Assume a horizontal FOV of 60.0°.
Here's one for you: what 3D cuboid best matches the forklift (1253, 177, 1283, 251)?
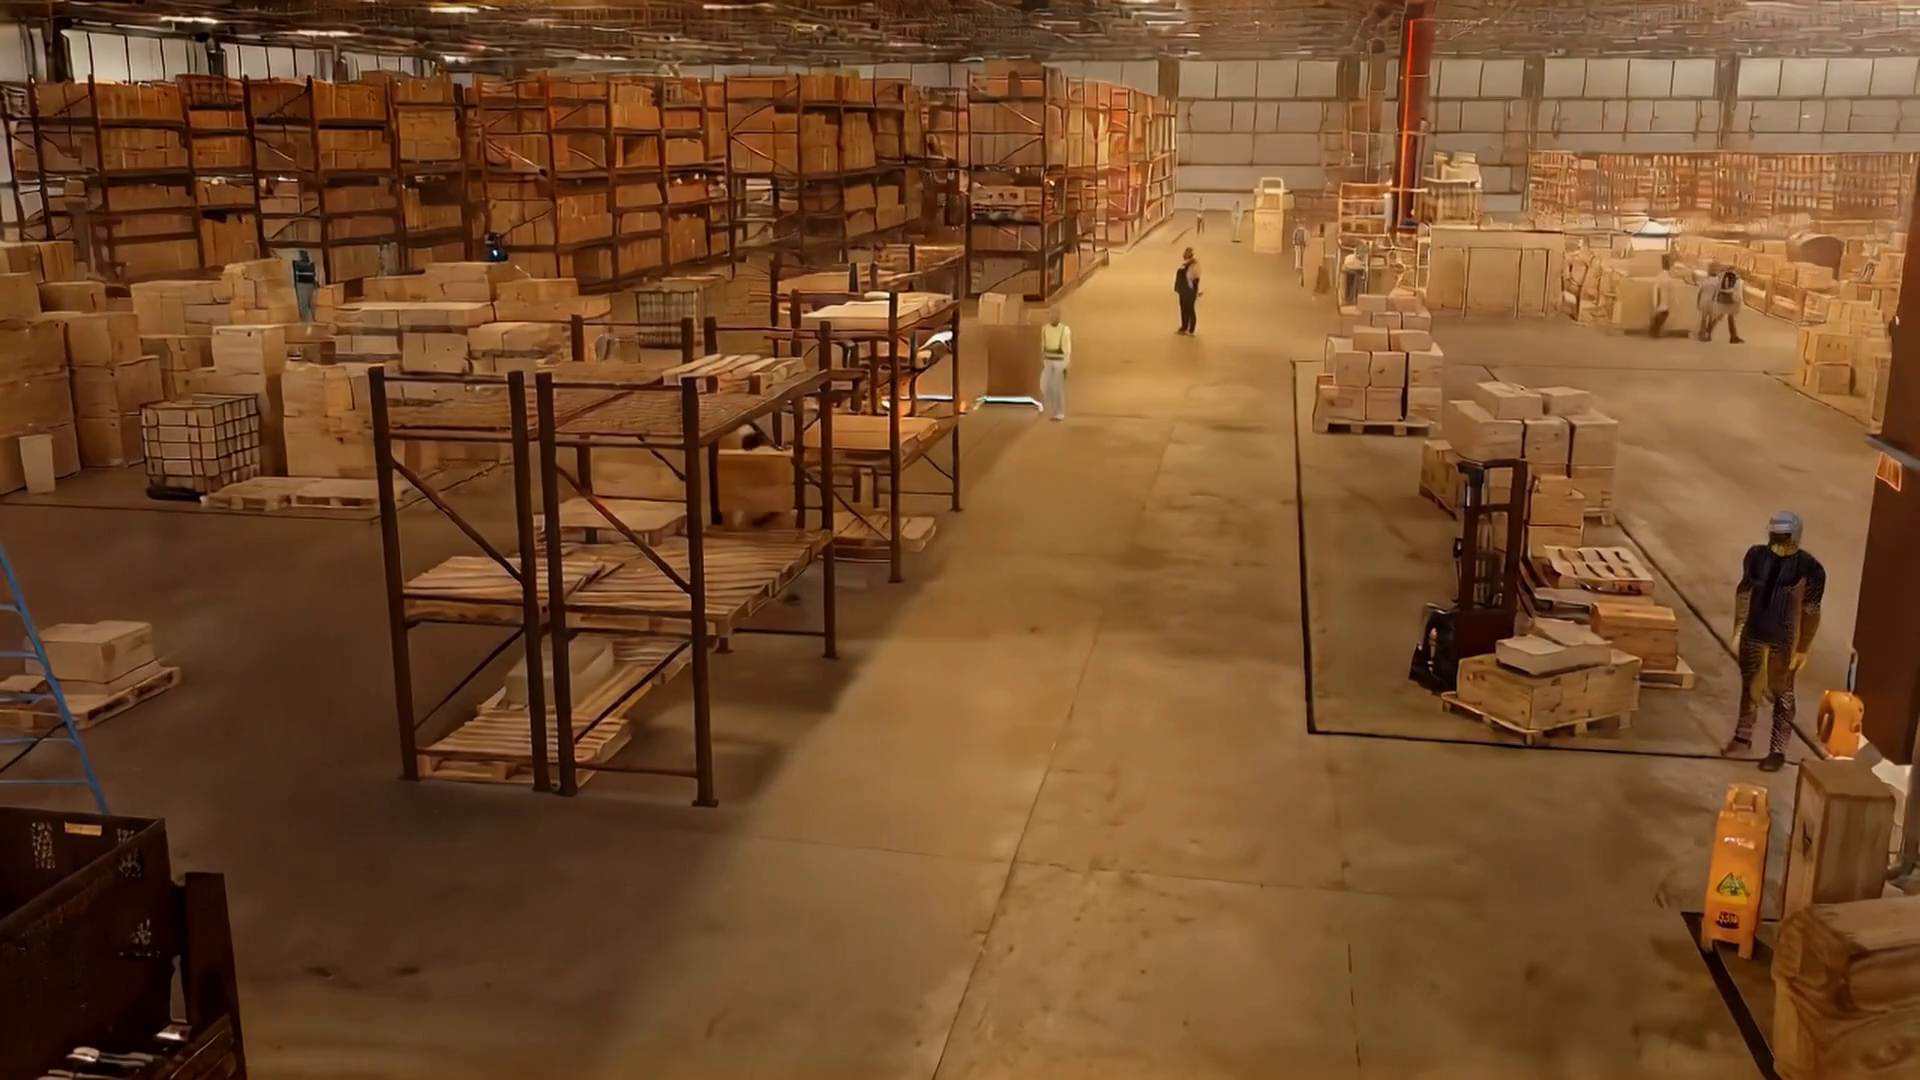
[{"bbox_3d":[12.083,-12.747,64.956,1.129,2.768,1.873,3,14,10],"label":"forklift"}]

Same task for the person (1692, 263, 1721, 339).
[{"bbox_3d":[16.911,-5.411,37.608,0.320,1.698,0.531,-8,16,-28],"label":"person"}]

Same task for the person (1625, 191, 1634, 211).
[{"bbox_3d":[32.445,-16.062,80.574,0.404,1.830,0.600,-7,15,-26],"label":"person"}]

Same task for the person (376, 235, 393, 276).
[{"bbox_3d":[-15.692,-7.408,45.415,0.429,1.846,0.626,-8,16,-29],"label":"person"}]

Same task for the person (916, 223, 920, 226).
[{"bbox_3d":[-1.927,-13.633,70.780,0.606,1.805,0.737,2,14,6],"label":"person"}]

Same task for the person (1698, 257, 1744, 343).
[{"bbox_3d":[16.864,-5.289,36.715,0.951,1.903,0.554,3,14,12],"label":"person"}]

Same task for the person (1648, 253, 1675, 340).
[{"bbox_3d":[15.695,-5.434,37.178,0.470,1.946,0.623,5,15,21],"label":"person"}]

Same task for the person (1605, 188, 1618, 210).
[{"bbox_3d":[34.170,-17.668,87.131,0.602,1.805,0.841,0,14,2],"label":"person"}]

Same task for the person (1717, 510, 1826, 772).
[{"bbox_3d":[5.949,0.727,12.190,0.372,1.940,0.631,-9,16,-31],"label":"person"}]

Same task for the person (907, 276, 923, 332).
[{"bbox_3d":[-1.069,-5.399,37.000,0.587,1.966,0.640,-4,14,-17],"label":"person"}]

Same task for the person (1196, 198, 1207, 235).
[{"bbox_3d":[10.815,-14.470,74.460,0.550,1.655,0.820,-4,14,-16],"label":"person"}]

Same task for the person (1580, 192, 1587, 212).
[{"bbox_3d":[30.131,-16.074,80.407,0.413,1.944,0.605,5,15,20],"label":"person"}]

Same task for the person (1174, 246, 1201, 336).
[{"bbox_3d":[5.177,-5.704,38.090,0.536,2.000,0.676,-5,15,-19],"label":"person"}]

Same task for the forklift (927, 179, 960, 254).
[{"bbox_3d":[-0.974,-12.000,61.923,1.873,2.768,1.129,2,14,9],"label":"forklift"}]

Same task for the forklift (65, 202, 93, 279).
[{"bbox_3d":[-22.360,-7.193,42.406,1.873,2.768,1.129,-7,15,-26],"label":"forklift"}]

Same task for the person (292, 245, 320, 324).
[{"bbox_3d":[-15.896,-6.219,40.461,0.592,1.910,0.387,-10,17,-36],"label":"person"}]

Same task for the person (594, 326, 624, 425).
[{"bbox_3d":[-5.591,-2.660,26.587,0.524,1.616,0.648,7,15,25],"label":"person"}]

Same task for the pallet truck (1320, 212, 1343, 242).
[{"bbox_3d":[15.874,-13.227,70.310,0.680,1.201,1.601,10,17,35],"label":"pallet truck"}]

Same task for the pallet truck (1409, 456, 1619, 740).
[{"bbox_3d":[4.504,0.400,13.395,0.823,1.965,1.885,-6,15,-23],"label":"pallet truck"}]

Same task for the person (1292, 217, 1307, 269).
[{"bbox_3d":[11.498,-10.062,56.372,0.540,1.751,0.531,4,14,14],"label":"person"}]

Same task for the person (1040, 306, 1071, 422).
[{"bbox_3d":[1.526,-2.812,26.717,0.588,1.867,0.501,10,17,36],"label":"person"}]

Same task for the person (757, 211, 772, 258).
[{"bbox_3d":[-7.202,-11.254,61.330,0.531,1.698,0.320,-5,15,-20],"label":"person"}]

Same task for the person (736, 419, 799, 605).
[{"bbox_3d":[-1.986,-0.290,16.429,0.914,1.886,0.597,11,18,38],"label":"person"}]

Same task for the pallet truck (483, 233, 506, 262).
[{"bbox_3d":[-11.832,-7.026,43.548,1.885,1.965,0.823,8,16,28],"label":"pallet truck"}]

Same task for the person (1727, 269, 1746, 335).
[{"bbox_3d":[17.589,-5.435,37.860,0.547,1.610,0.409,9,16,32],"label":"person"}]

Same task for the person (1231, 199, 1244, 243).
[{"bbox_3d":[11.602,-13.373,69.687,0.404,1.826,0.592,-10,17,-35],"label":"person"}]

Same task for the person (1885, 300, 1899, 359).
[{"bbox_3d":[15.682,-3.076,27.695,0.599,1.907,0.595,-5,15,-20],"label":"person"}]
